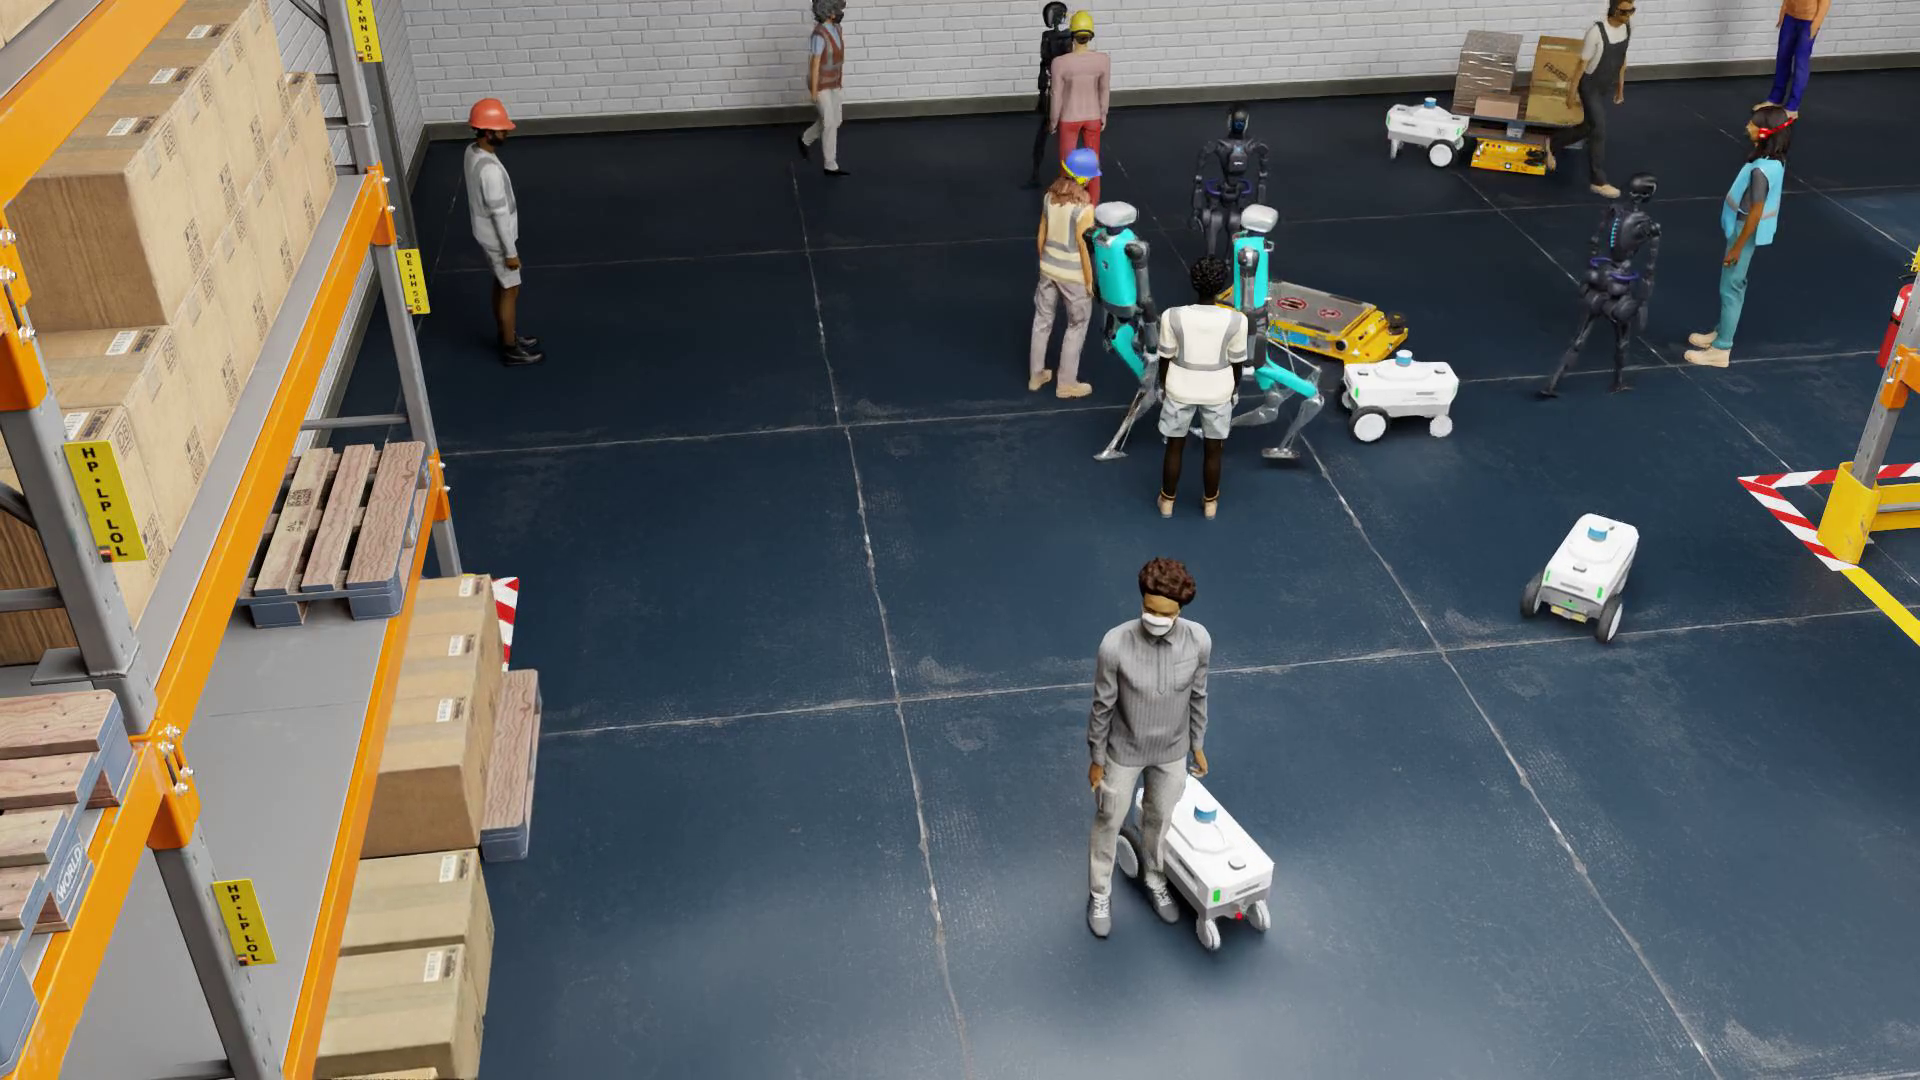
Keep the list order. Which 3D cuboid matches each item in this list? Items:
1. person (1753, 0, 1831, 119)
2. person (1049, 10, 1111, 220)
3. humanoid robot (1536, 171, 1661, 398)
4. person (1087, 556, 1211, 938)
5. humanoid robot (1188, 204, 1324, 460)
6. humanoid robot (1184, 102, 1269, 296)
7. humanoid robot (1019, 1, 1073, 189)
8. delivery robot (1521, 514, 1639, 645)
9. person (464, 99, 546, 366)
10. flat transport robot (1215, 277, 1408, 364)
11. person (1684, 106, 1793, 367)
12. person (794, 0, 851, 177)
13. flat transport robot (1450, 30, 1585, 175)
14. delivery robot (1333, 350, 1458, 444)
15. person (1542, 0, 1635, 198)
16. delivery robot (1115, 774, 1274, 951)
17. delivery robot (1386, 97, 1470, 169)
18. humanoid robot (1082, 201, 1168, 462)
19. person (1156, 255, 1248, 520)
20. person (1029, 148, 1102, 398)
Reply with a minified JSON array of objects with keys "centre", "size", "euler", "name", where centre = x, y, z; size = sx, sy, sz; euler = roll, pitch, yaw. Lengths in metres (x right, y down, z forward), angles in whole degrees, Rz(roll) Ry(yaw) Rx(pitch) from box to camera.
[{"centre":[8.125,-5.065,16.063],"size":[0.403,1.973,0.516],"euler":[-12,35,-17],"name":"person"},{"centre":[0.987,-3.514,13.868],"size":[0.521,1.768,0.309],"euler":[-8,34,-12],"name":"person"},{"centre":[4.362,-1.695,11.220],"size":[0.772,1.644,0.603],"euler":[-15,36,-21],"name":"humanoid robot"},{"centre":[0.790,0.863,7.040],"size":[0.533,1.900,0.401],"euler":[-6,34,-9],"name":"person"},{"centre":[1.947,-1.223,10.383],"size":[1.027,1.742,0.558],"euler":[7,34,10],"name":"humanoid robot"},{"centre":[1.988,-2.453,12.330],"size":[0.616,1.646,0.437],"euler":[-4,33,-7],"name":"humanoid robot"},{"centre":[0.850,-3.834,14.471],"size":[0.595,1.642,0.618],"euler":[-13,35,-20],"name":"humanoid robot"},{"centre":[3.520,0.173,9.320],"size":[0.499,0.589,0.791],"euler":[21,38,28],"name":"delivery robot"},{"centre":[-3.189,-2.129,11.606],"size":[0.387,1.924,0.546],"euler":[-16,36,-22],"name":"person"},{"centre":[2.534,-1.640,12.366],"size":[1.431,0.231,0.659],"euler":[21,38,29],"name":"flat transport robot"},{"centre":[5.478,-2.109,11.623],"size":[0.371,1.865,0.542],"euler":[16,37,23],"name":"person"},{"centre":[-1.252,-4.077,14.815],"size":[0.552,1.663,0.489],"euler":[13,35,19],"name":"person"},{"centre":[5.227,-3.789,15.658],"size":[0.659,0.231,1.431],"euler":[12,35,17],"name":"flat transport robot"},{"centre":[2.910,-0.981,11.084],"size":[0.775,0.583,0.499],"euler":[-1,33,-2],"name":"delivery robot"},{"centre":[5.492,-3.941,14.492],"size":[0.558,1.804,0.871],"euler":[-21,38,-28],"name":"person"},{"centre":[1.074,1.392,7.446],"size":[0.499,0.581,0.777],"euler":[-15,36,-22],"name":"delivery robot"},{"centre":[4.331,-3.778,15.379],"size":[0.764,0.593,0.525],"euler":[18,37,25],"name":"delivery robot"},{"centre":[1.262,-1.347,10.606],"size":[0.927,1.772,0.580],"euler":[-15,36,-22],"name":"humanoid robot"},{"centre":[1.418,-0.885,9.903],"size":[0.533,1.693,0.320],"euler":[4,33,6],"name":"person"},{"centre":[0.712,-1.799,11.248],"size":[0.512,1.757,0.375],"euler":[28,42,36],"name":"person"}]
